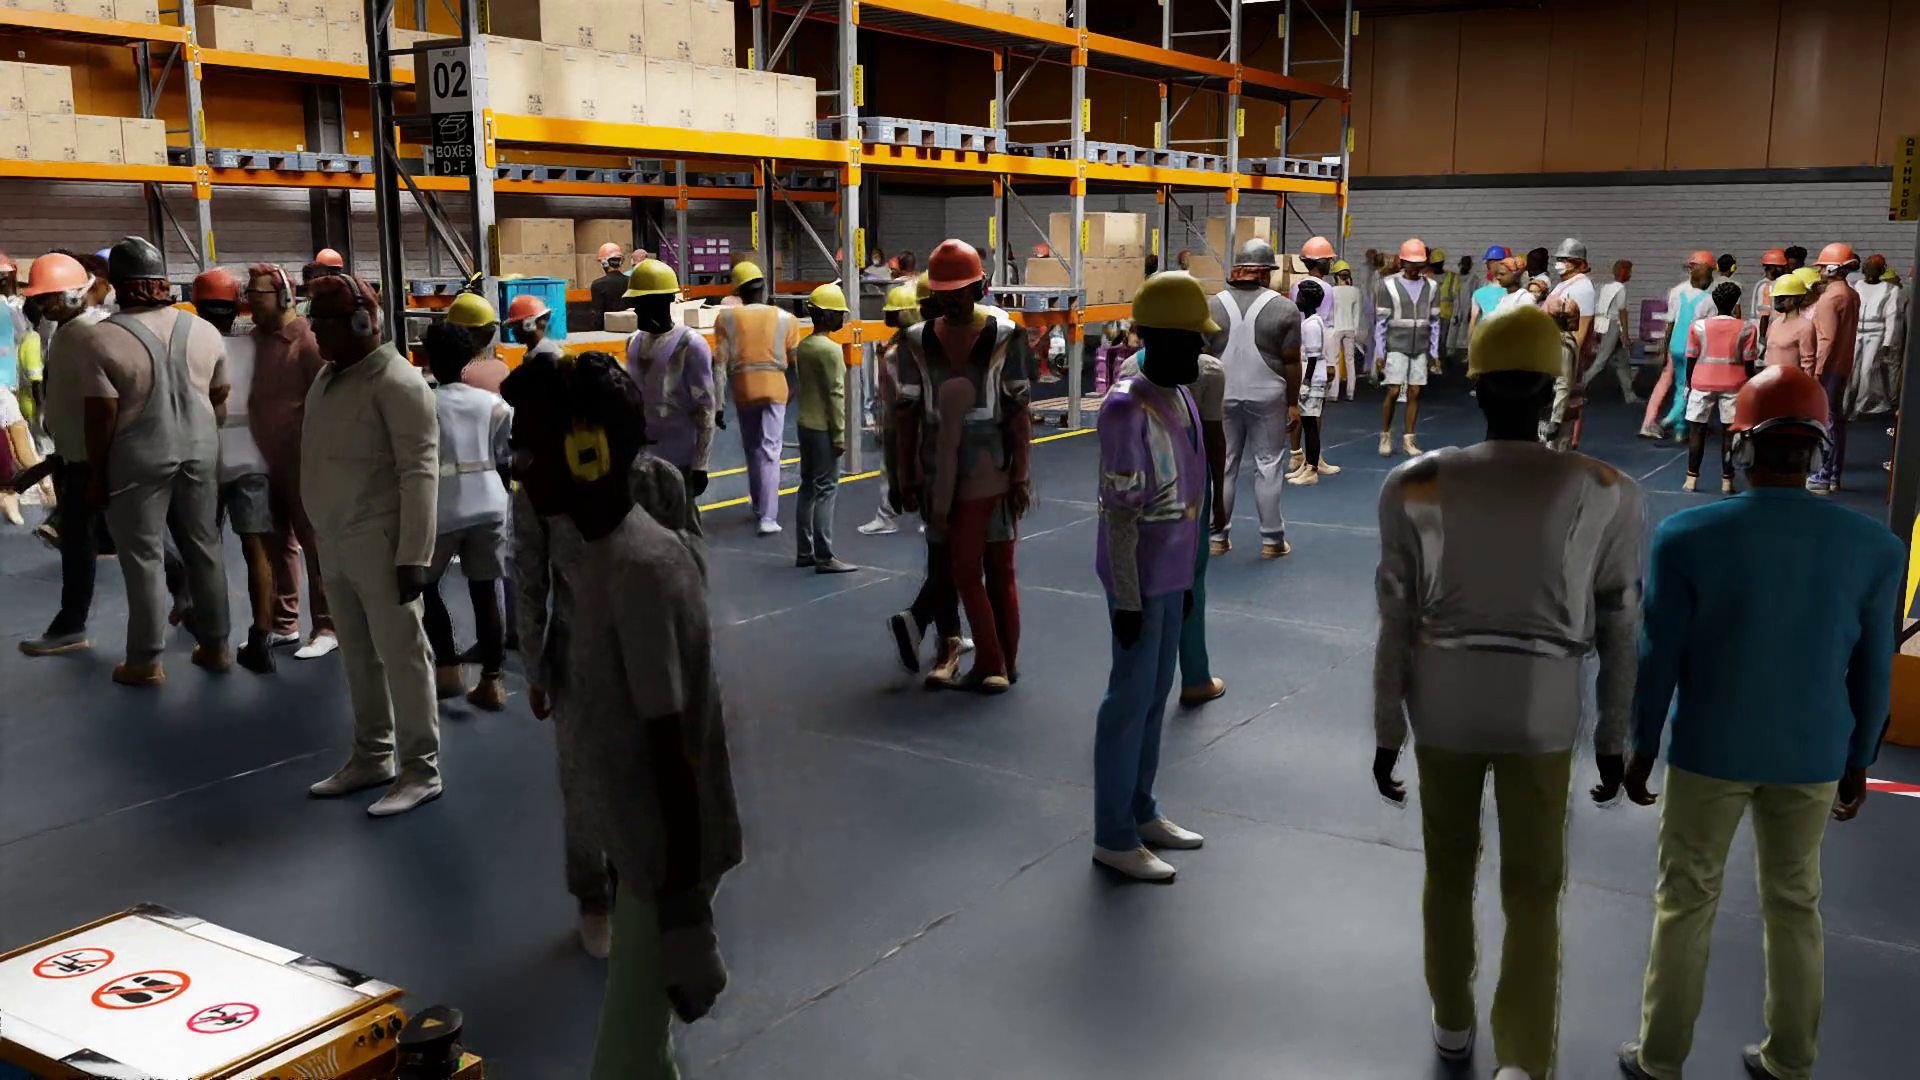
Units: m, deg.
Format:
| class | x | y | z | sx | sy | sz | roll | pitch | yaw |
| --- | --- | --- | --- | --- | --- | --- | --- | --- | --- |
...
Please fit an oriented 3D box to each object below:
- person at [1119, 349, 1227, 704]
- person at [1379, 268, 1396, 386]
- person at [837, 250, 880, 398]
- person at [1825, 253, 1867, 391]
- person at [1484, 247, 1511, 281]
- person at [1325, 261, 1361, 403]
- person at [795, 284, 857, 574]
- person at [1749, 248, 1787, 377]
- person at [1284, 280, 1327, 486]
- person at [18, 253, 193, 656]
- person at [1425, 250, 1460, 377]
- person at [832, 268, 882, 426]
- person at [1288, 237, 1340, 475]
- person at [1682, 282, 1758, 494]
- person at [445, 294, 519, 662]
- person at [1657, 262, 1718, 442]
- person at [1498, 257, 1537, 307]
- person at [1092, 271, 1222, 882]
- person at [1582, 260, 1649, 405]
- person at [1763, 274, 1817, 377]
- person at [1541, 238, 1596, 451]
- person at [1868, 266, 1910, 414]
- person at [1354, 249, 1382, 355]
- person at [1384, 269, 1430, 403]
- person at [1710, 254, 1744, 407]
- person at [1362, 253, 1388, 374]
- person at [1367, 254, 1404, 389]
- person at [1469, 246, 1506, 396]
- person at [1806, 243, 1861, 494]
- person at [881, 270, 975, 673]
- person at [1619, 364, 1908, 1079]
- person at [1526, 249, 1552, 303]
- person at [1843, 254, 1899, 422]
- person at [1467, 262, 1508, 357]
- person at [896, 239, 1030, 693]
| class | x | y | z | sx | sy | sz | roll | pitch | yaw |
| --- | --- | --- | --- | --- | --- | --- | --- | --- | --- |
| person | 0.930 | -0.201 | 7.297 | 0.507 | 1.842 | 0.351 | 7 | 12 | 33 |
| person | 5.982 | -2.965 | 23.185 | 0.266 | 1.631 | 0.507 | 3 | 11 | 18 |
| person | -1.267 | -2.748 | 21.167 | 0.599 | 1.924 | 0.668 | -1 | 10 | -6 |
| person | 11.956 | -2.932 | 22.428 | 0.634 | 1.841 | 0.429 | 3 | 11 | 16 |
| person | 7.273 | -2.998 | 22.559 | 0.372 | 1.928 | 0.543 | 1 | 10 | 6 |
| person | 4.741 | -2.596 | 20.778 | 0.529 | 1.767 | 0.329 | -4 | 11 | -20 |
| person | -0.822 | -0.675 | 10.161 | 0.337 | 1.758 | 0.518 | -6 | 12 | -28 |
| person | 8.950 | -2.256 | 18.456 | 0.381 | 1.934 | 0.546 | 4 | 11 | 23 |
| person | 2.874 | -1.283 | 13.771 | 0.318 | 1.669 | 0.533 | 2 | 10 | 8 |
| person | -4.270 | -0.443 | 8.290 | 0.864 | 1.966 | 0.636 | -9 | 13 | -40 |
| person | 7.119 | -3.361 | 24.737 | 0.591 | 1.873 | 0.978 | 2 | 11 | 14 |
| person | -1.147 | -2.200 | 18.205 | 0.592 | 1.908 | 0.414 | 0 | 10 | -2 |
| person | 3.065 | -1.581 | 14.375 | 0.365 | 2.048 | 0.608 | -4 | 11 | -19 |
| person | 6.078 | -1.213 | 13.328 | 0.537 | 1.694 | 0.320 | 4 | 11 | 22 |
| person | -2.318 | -0.295 | 8.027 | 0.311 | 1.769 | 0.533 | 2 | 10 | 8 |
| person | 7.172 | -1.837 | 16.454 | 0.693 | 1.817 | 0.555 | -7 | 12 | -34 |
| person | 4.990 | -1.605 | 15.002 | 0.358 | 1.875 | 0.573 | -1 | 10 | -6 |
| person | 0.636 | 0.109 | 5.341 | 0.383 | 1.924 | 0.594 | 5 | 11 | 25 |
| person | 7.967 | -2.526 | 20.363 | 0.991 | 1.790 | 0.562 | 1 | 10 | 6 |
| person | 6.188 | -1.104 | 12.512 | 0.316 | 1.767 | 0.535 | -1 | 10 | -6 |
| person | 5.476 | -1.723 | 15.180 | 0.538 | 2.000 | 0.689 | 1 | 10 | 5 |
| person | 10.861 | -2.321 | 19.395 | 0.634 | 1.724 | 0.402 | 0 | 10 | 3 |
| person | 7.138 | -4.093 | 28.805 | 0.622 | 1.867 | 0.704 | 6 | 12 | 32 |
| person | 5.677 | -2.650 | 20.752 | 0.717 | 1.874 | 0.679 | -9 | 14 | -42 |
| person | 9.226 | -2.533 | 20.189 | 0.327 | 1.861 | 0.507 | -9 | 14 | -42 |
| person | 6.286 | -3.422 | 25.184 | 0.361 | 1.825 | 0.565 | 1 | 10 | 7 |
| person | 5.923 | -2.980 | 22.752 | 0.994 | 1.840 | 0.584 | -9 | 14 | -42 |
| person | 6.841 | -2.787 | 21.332 | 0.387 | 1.948 | 0.605 | -1 | 10 | -8 |
| person | 6.948 | -1.364 | 13.314 | 0.622 | 1.993 | 0.384 | -10 | 14 | -44 |
| person | -0.123 | -0.322 | 7.813 | 0.603 | 1.897 | 0.730 | 6 | 12 | 30 |
| person | 1.848 | 0.464 | 3.890 | 0.574 | 1.742 | 0.350 | 1 | 10 | 4 |
| person | 6.797 | -2.461 | 19.607 | 0.392 | 1.919 | 0.589 | 3 | 11 | 17 |
| person | 9.970 | -2.207 | 18.361 | 0.597 | 1.856 | 0.782 | 8 | 13 | 37 |
| person | 5.978 | -2.203 | 18.561 | 0.575 | 1.785 | 1.028 | 1 | 10 | 5 |
| person | 0.007 | -0.320 | 7.461 | 0.609 | 2.029 | 0.408 | 2 | 10 | 10 |
